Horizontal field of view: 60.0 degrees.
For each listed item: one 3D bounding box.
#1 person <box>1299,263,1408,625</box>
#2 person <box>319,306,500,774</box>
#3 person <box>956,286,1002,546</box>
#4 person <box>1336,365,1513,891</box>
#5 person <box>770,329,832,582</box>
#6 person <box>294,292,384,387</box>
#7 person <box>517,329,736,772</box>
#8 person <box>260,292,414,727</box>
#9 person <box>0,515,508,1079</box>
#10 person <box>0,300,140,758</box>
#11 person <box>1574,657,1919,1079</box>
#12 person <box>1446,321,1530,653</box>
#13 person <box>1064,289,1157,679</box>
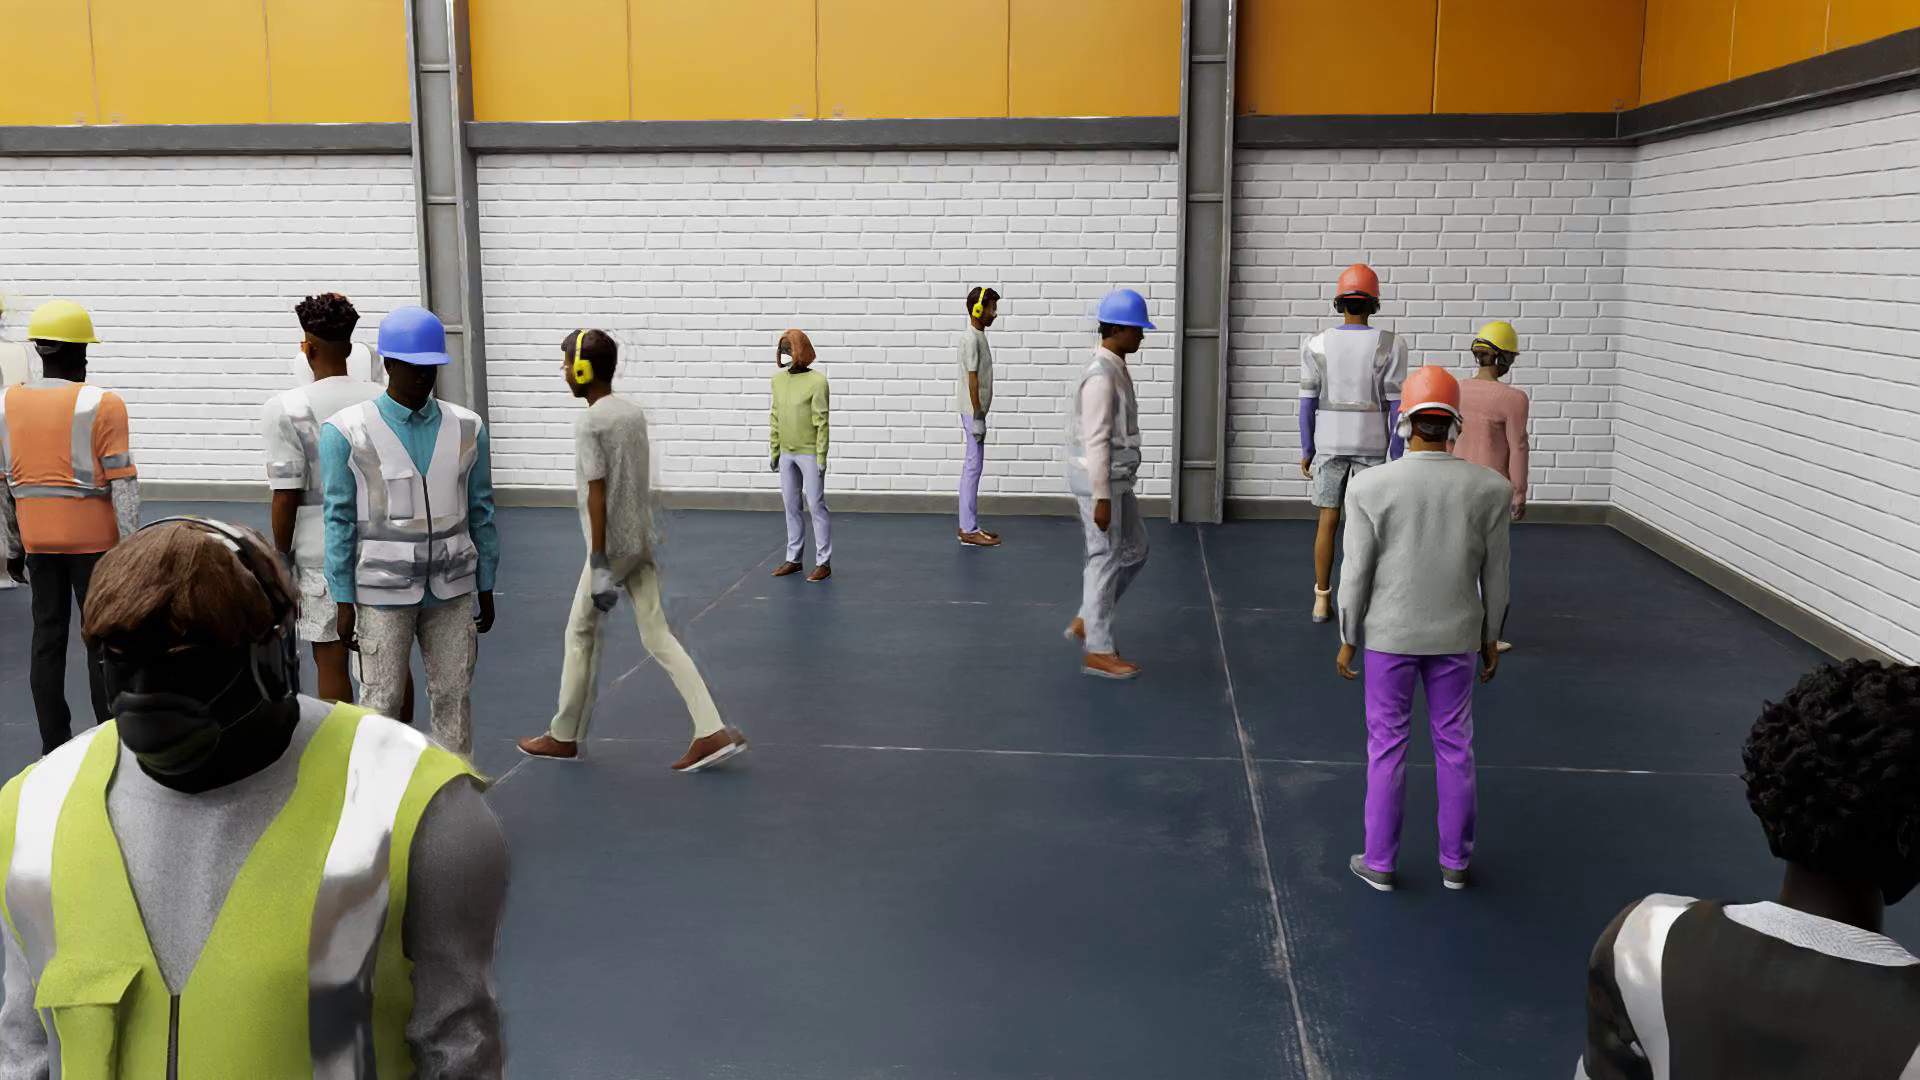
[{"bbox_3d":[2.229,-0.533,9.444,0.609,2.048,0.367,4,11,23],"label":"person"},{"bbox_3d":[-1.885,0.164,5.772,0.605,1.939,0.415,-8,13,-39],"label":"person"},{"bbox_3d":[0.135,-0.894,12.039,0.328,1.865,0.518,0,10,-2],"label":"person"},{"bbox_3d":[1.530,0.295,5.544,0.572,1.748,0.342,0,10,-1],"label":"person"},{"bbox_3d":[-1.033,-0.546,10.734,0.497,1.626,0.288,8,13,38],"label":"person"},{"bbox_3d":[-3.580,-0.491,9.673,0.337,1.882,0.584,7,12,34],"label":"person"},{"bbox_3d":[-1.375,0.055,6.777,0.975,1.823,0.564,4,11,22],"label":"person"},{"bbox_3d":[-2.381,0.033,6.434,0.367,1.964,0.609,9,13,42],"label":"person"},{"bbox_3d":[-0.859,0.870,2.049,0.619,1.835,0.434,0,10,1],"label":"person"},{"bbox_3d":[-3.612,-0.008,6.785,0.592,1.925,0.385,1,10,4],"label":"person"},{"bbox_3d":[0.935,0.967,1.871,0.322,1.692,0.533,-7,12,-36],"label":"person"},{"bbox_3d":[2.773,-0.276,8.813,0.344,1.756,0.532,-8,13,-38],"label":"person"},{"bbox_3d":[0.746,-0.276,8.294,0.444,1.932,0.660,2,10,13],"label":"person"}]
